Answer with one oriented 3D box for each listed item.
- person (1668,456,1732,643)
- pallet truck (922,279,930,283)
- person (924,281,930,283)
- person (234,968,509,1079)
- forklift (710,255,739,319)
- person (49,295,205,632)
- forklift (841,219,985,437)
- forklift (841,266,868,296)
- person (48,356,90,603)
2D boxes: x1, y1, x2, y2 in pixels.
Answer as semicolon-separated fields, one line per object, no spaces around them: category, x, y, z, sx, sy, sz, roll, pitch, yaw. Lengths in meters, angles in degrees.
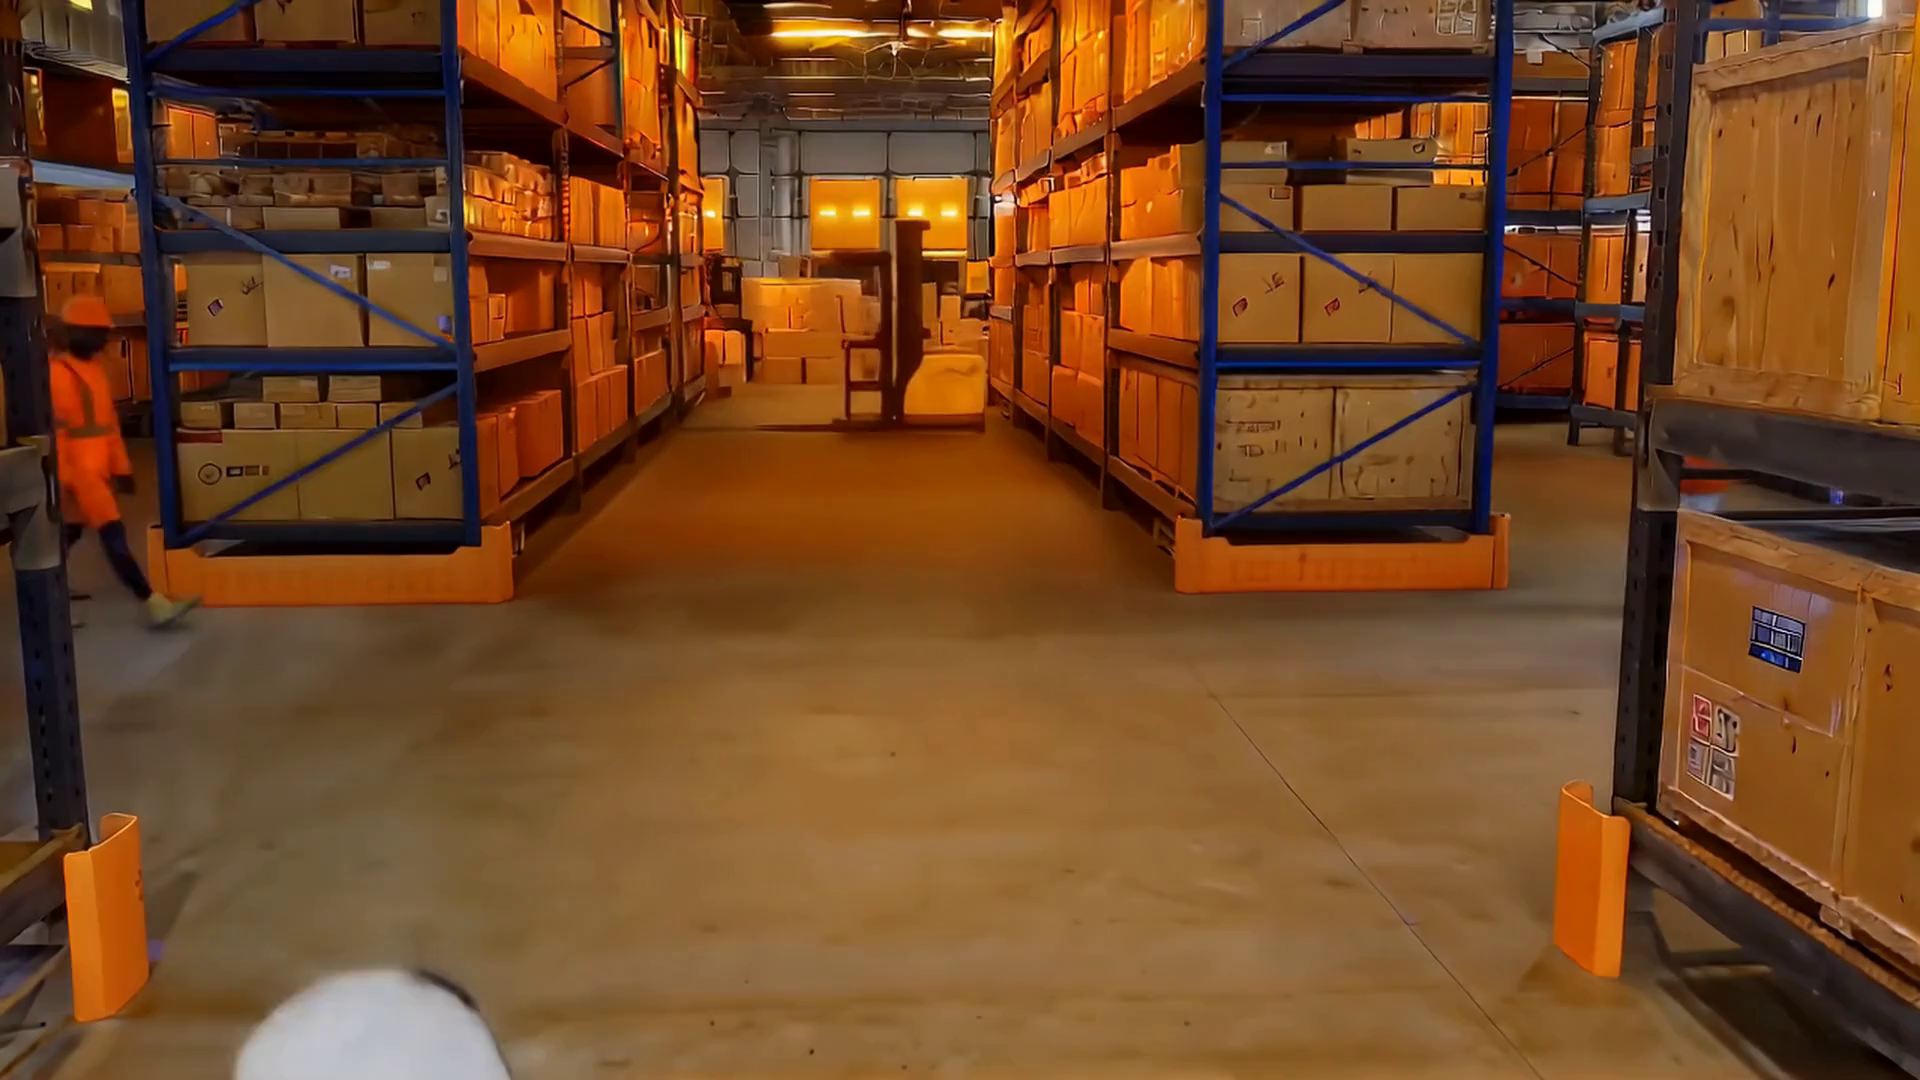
person;4.134;-0.303;9.535;0.509;1.821;0.629;2;9;10
pallet truck;-0.932;-8.922;63.114;1.885;1.965;0.823;2;9;13
person;-1.045;-7.476;54.291;0.445;1.925;0.628;2;9;15
person;-0.342;1.100;1.044;0.544;1.712;0.912;-4;10;-22
forklift;-8.368;-8.713;59.038;1.129;2.768;1.873;-1;9;-4
person;-5.055;-0.427;9.781;1.083;1.986;0.626;-1;9;-9
forklift;-0.640;-2.784;21.811;1.873;2.768;1.129;-1;9;-4
forklift;-3.663;-8.478;57.565;1.129;2.768;1.873;-5;10;-30
person;-5.916;-0.400;10.743;0.507;1.633;0.278;6;11;33
